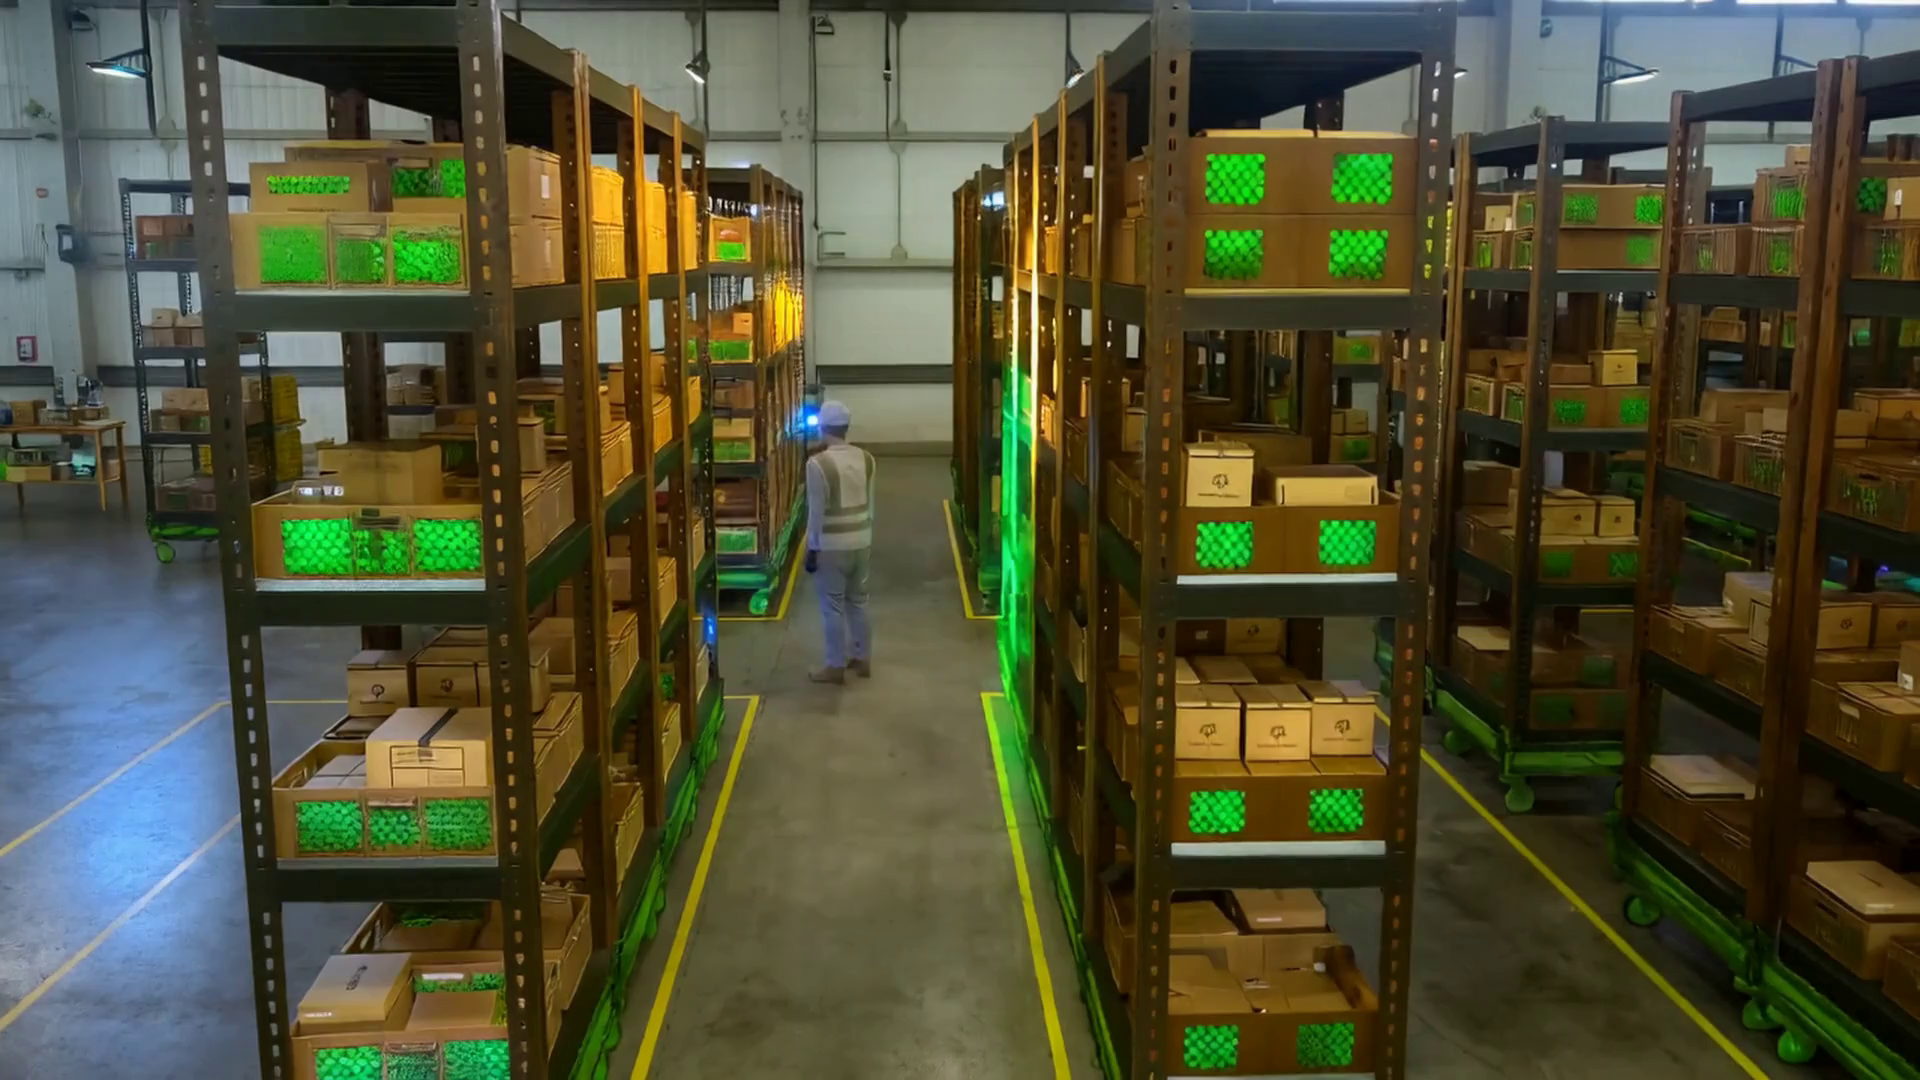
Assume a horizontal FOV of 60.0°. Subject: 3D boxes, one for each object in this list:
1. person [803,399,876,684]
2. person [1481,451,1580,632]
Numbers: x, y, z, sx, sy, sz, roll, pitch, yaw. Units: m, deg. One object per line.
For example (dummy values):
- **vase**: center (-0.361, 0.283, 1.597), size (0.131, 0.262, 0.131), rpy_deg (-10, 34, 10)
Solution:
- **person**: center (-0.827, 0.011, 11.378), size (0.396, 1.949, 0.603), rpy_deg (9, 13, 42)
- **person**: center (4.440, -0.175, 12.805), size (0.661, 1.824, 0.566), rpy_deg (1, 10, 5)
